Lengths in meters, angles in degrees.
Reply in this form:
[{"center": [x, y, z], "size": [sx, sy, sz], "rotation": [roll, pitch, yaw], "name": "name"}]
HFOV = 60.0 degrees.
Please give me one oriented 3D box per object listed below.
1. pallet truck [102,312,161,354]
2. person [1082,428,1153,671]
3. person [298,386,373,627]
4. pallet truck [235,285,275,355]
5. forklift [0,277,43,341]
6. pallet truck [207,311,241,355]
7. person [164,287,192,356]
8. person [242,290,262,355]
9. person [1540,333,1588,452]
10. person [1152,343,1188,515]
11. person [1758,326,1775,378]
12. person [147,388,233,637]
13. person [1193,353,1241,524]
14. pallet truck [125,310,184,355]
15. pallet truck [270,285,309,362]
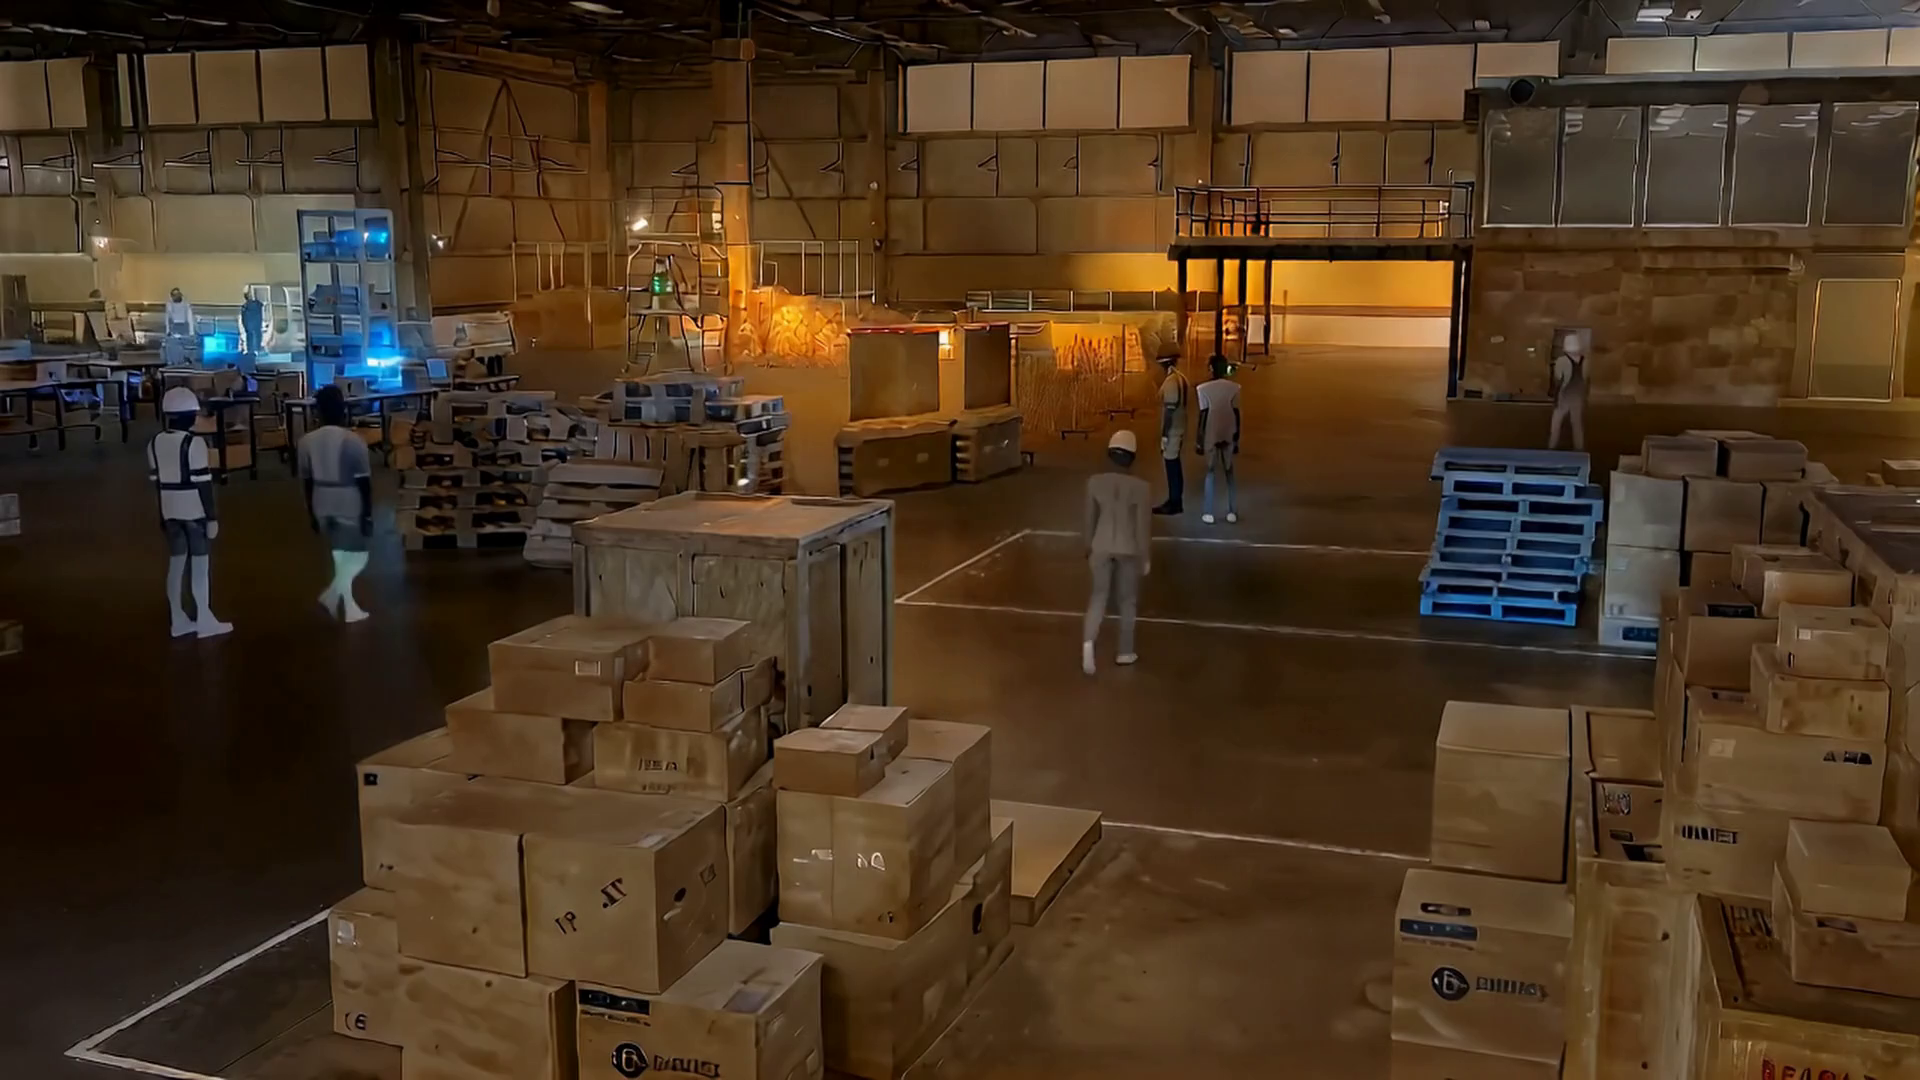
[{"center": [-23.057, -5.777, 46.261], "size": [0.680, 1.201, 1.601], "rotation": [3, 11, 19], "name": "pallet truck"}, {"center": [1.097, 0.080, 11.816], "size": [0.532, 1.743, 0.666], "rotation": [4, 11, 23], "name": "person"}, {"center": [-4.935, -0.235, 13.076], "size": [0.602, 1.933, 0.636], "rotation": [3, 10, 15], "name": "person"}, {"center": [-18.327, -5.835, 44.421], "size": [0.823, 1.965, 1.885], "rotation": [4, 11, 23], "name": "pallet truck"}, {"center": [-27.151, -6.329, 46.328], "size": [1.157, 1.987, 2.680], "rotation": [3, 11, 17], "name": "forklift"}, {"center": [-19.537, -5.575, 44.913], "size": [0.653, 1.274, 1.630], "rotation": [3, 11, 19], "name": "pallet truck"}, {"center": [-18.470, -4.944, 39.319], "size": [0.395, 2.037, 0.602], "rotation": [10, 14, 44], "name": "person"}, {"center": [-17.924, -5.367, 42.045], "size": [0.408, 1.908, 0.641], "rotation": [1, 10, 5], "name": "person"}, {"center": [8.462, -1.974, 23.219], "size": [0.534, 1.804, 0.933], "rotation": [-2, 10, -12], "name": "person"}, {"center": [2.367, -1.251, 18.775], "size": [0.358, 1.937, 0.549], "rotation": [4, 11, 21], "name": "person"}, {"center": [15.612, -3.469, 32.153], "size": [0.564, 1.619, 0.342], "rotation": [7, 12, 35], "name": "person"}, {"center": [-5.994, -0.211, 12.916], "size": [0.542, 1.939, 0.361], "rotation": [4, 11, 20], "name": "person"}, {"center": [2.808, -1.105, 18.165], "size": [0.519, 1.865, 0.335], "rotation": [0, 10, -2], "name": "person"}, {"center": [-22.038, -5.665, 45.457], "size": [0.704, 1.261, 1.522], "rotation": [3, 11, 17], "name": "pallet truck"}, {"center": [-17.147, -5.700, 43.663], "size": [0.823, 1.965, 1.885], "rotation": [3, 11, 17], "name": "pallet truck"}]
